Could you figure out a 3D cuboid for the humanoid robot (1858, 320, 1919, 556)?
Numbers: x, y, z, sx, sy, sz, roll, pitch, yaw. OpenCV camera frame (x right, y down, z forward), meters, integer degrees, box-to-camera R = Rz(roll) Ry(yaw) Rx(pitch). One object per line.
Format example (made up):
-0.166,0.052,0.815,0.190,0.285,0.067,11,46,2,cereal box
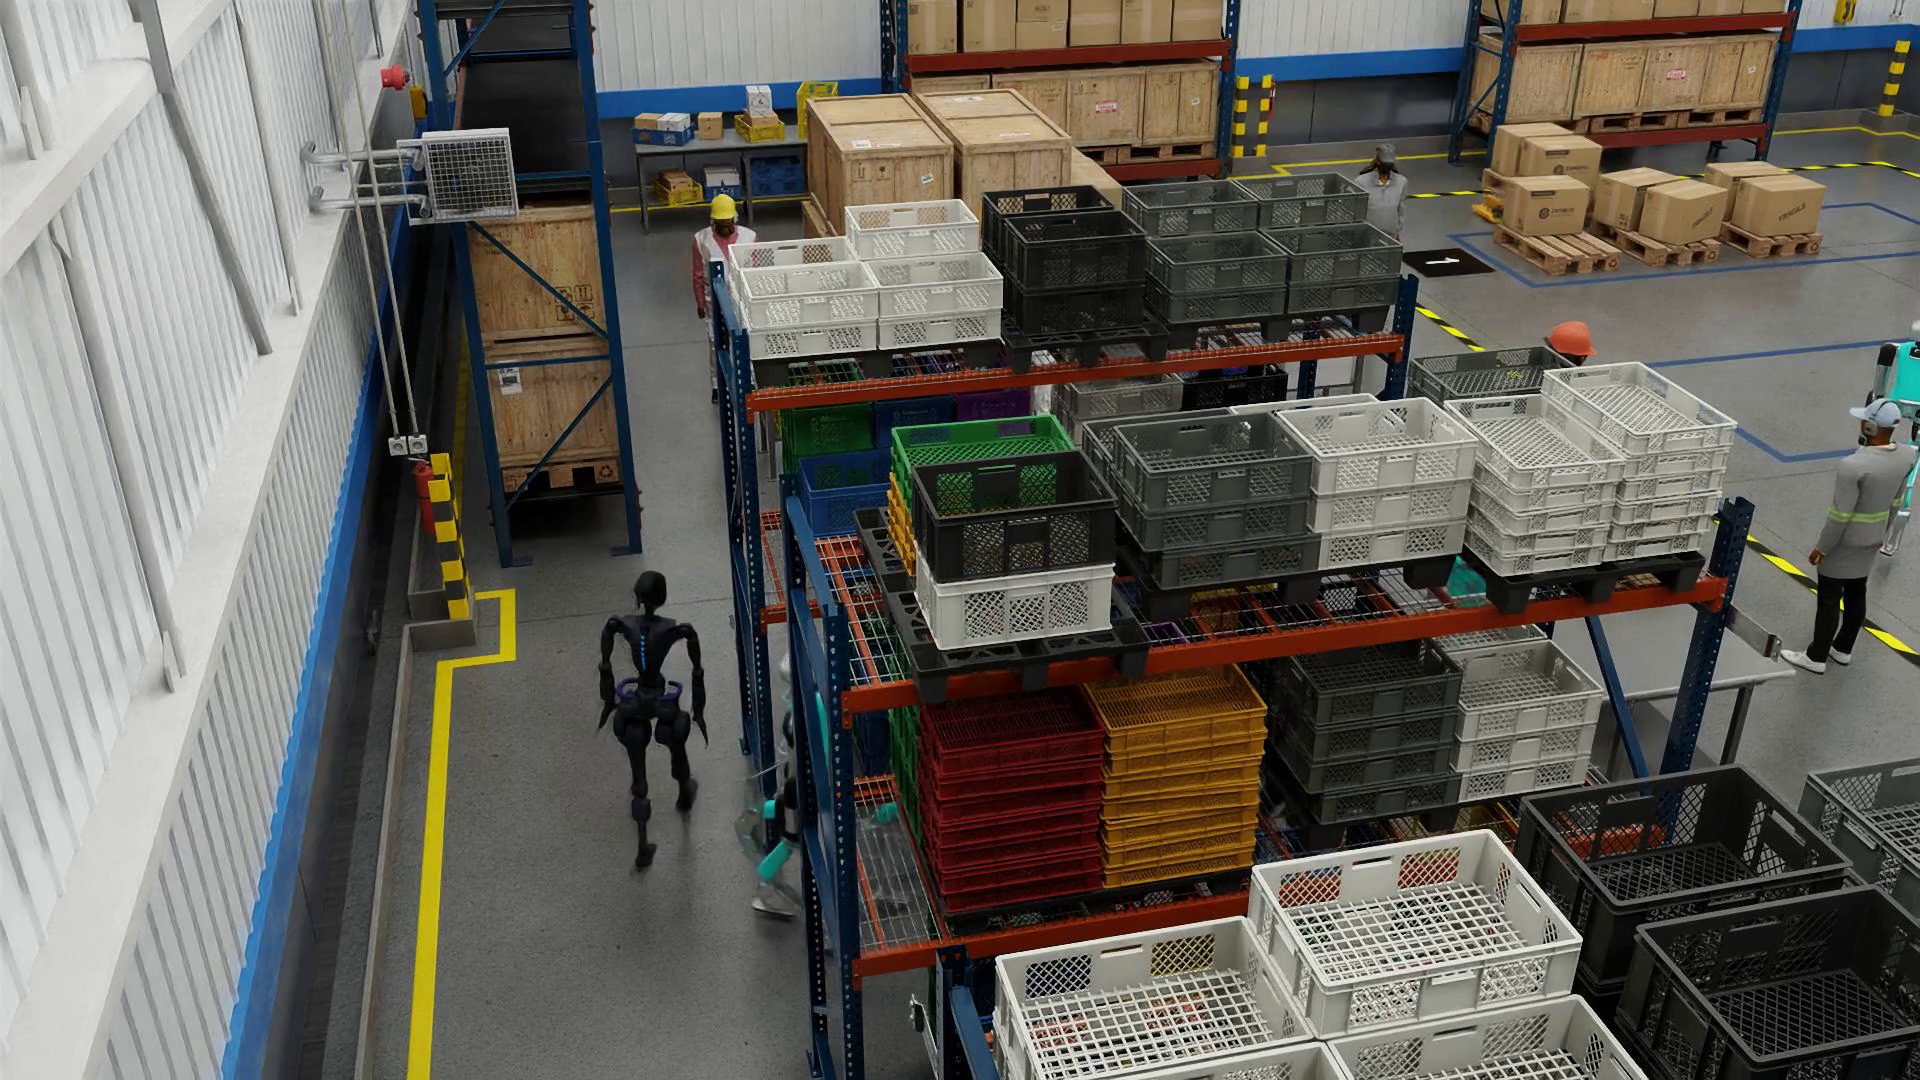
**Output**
6.532,-0.647,11.556,0.533,1.677,0.735,14,31,24,humanoid robot

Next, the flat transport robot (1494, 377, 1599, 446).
4.780,-1.036,14.013,0.659,0.231,1.431,-6,28,-12,flat transport robot

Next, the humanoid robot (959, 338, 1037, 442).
0.298,-0.505,11.319,0.535,1.694,0.737,-4,28,-8,humanoid robot

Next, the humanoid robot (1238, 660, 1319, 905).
1.626,1.190,8.282,0.496,1.649,0.592,-6,28,-12,humanoid robot

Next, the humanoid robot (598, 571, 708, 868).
-1.656,0.896,8.898,0.609,1.625,0.794,2,28,3,humanoid robot

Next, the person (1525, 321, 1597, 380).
3.900,-0.499,11.109,0.390,2.037,0.600,0,28,0,person

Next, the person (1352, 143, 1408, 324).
3.989,-2.952,16.036,0.562,1.769,0.400,-4,28,-7,person

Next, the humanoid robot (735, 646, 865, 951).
-0.900,1.257,8.101,0.888,1.775,0.575,8,29,14,humanoid robot

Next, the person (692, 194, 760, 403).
-1.990,-2.075,14.306,0.589,1.833,0.404,-7,29,-13,person

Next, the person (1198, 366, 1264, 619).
1.603,-0.323,10.889,0.736,1.921,0.614,-9,29,-16,person

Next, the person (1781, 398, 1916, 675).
5.560,-0.031,10.407,0.599,1.850,0.391,-12,30,-21,person

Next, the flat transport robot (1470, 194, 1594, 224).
6.773,-3.905,19.426,1.431,0.197,0.652,-6,28,-12,flat transport robot

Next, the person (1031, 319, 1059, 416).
0.579,-1.261,12.709,0.356,1.882,0.574,3,28,7,person

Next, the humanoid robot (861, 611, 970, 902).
-0.221,1.098,8.404,1.040,1.727,0.532,-12,30,-21,humanoid robot

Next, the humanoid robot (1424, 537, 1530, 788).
2.914,0.567,9.445,0.539,1.759,1.026,13,31,24,humanoid robot

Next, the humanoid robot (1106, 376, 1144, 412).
1.136,-0.451,11.462,0.600,1.624,0.812,24,36,37,humanoid robot
